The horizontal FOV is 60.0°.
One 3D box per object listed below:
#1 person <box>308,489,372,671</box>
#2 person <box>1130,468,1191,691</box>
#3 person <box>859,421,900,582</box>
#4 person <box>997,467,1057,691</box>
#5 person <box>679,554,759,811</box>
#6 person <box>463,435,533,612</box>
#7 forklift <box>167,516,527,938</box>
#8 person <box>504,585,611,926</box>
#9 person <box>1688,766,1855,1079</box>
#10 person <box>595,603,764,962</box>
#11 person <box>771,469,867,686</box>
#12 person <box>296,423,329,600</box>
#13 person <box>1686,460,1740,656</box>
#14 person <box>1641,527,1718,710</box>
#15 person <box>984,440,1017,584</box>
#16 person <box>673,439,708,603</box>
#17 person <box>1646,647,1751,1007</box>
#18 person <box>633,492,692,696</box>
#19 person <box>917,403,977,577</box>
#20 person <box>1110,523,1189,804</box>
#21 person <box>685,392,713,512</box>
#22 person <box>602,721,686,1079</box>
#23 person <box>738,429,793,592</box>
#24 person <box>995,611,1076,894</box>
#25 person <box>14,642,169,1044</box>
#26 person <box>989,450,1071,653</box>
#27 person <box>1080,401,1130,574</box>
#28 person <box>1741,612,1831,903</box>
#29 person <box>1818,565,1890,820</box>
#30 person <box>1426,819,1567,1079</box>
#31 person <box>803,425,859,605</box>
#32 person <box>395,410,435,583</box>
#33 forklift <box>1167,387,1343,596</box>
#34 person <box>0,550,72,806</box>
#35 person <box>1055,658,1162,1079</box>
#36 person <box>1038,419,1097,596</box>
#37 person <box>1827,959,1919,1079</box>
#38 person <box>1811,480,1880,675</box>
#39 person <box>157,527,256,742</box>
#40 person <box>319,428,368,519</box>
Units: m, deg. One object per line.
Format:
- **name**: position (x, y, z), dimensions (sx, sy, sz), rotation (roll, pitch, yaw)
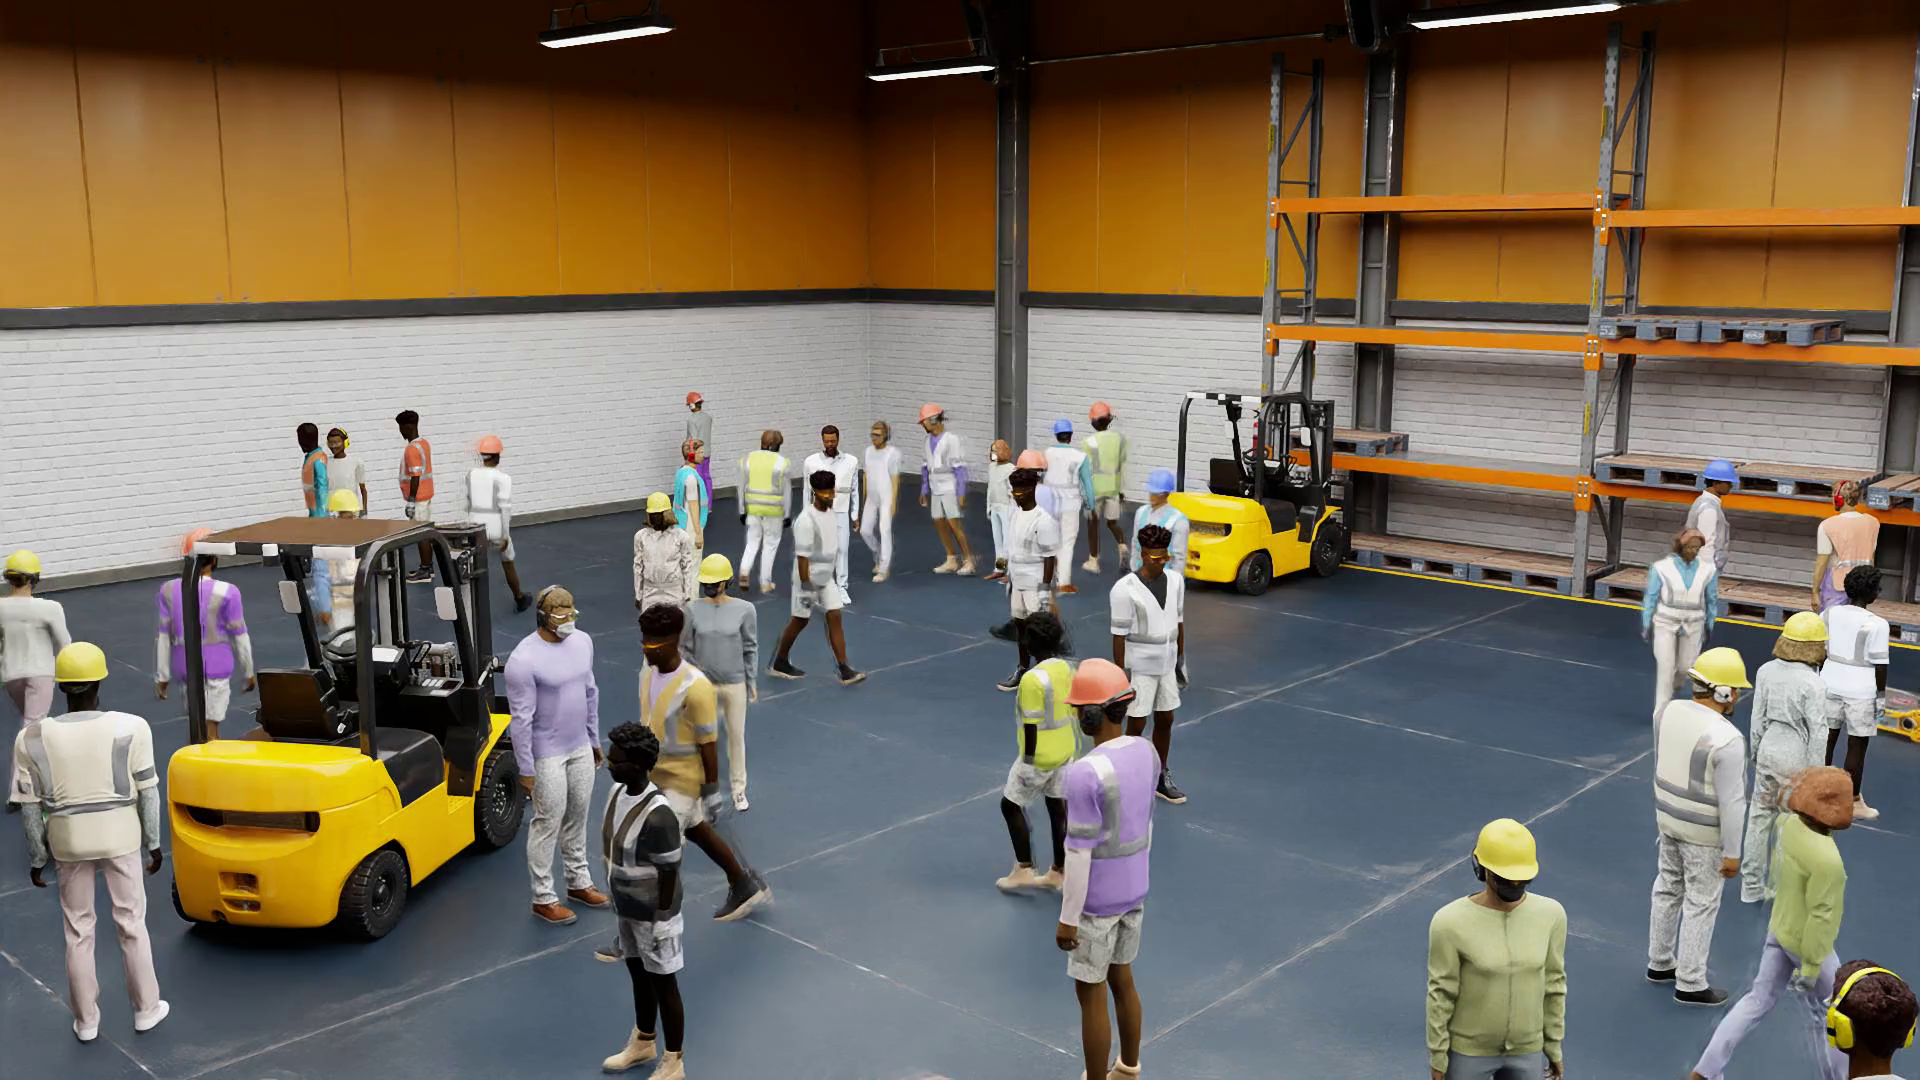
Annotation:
- **person**: position (-5.072, 0.476, 13.659), dimensions (0.588, 1.820, 0.607), rotation (4, 11, 22)
- **person**: position (1.667, 0.341, 14.101), dimensions (0.403, 1.944, 0.618), rotation (-8, 13, -37)
- **person**: position (-0.915, -0.432, 18.803), dimensions (0.511, 1.830, 0.402), rotation (6, 11, 29)
- **person**: position (0.571, 0.354, 13.964), dimensions (0.389, 1.958, 0.608), rotation (-5, 11, -28)
- **person**: position (-1.606, 0.954, 11.102), dimensions (0.527, 1.765, 0.329), rotation (-1, 10, -5)
- **person**: position (-4.734, -0.122, 16.881), dimensions (0.561, 1.877, 1.004), rotation (2, 10, 13)
- **forklift**: position (-3.583, 0.976, 9.748), dimensions (1.214, 2.155, 2.313), rotation (2, 10, 11)
- **person**: position (-2.253, 1.189, 9.309), dimensions (0.376, 1.929, 0.635), rotation (5, 11, 27)
- **person**: position (3.628, 1.729, 7.165), dimensions (0.846, 1.594, 0.499), rotation (1, 10, 3)
- **person**: position (-1.504, 1.251, 9.021), dimensions (1.043, 1.911, 0.627), rotation (-8, 13, -37)
- **person**: position (-1.247, 0.322, 14.317), dimensions (0.988, 1.898, 0.611), rotation (5, 11, 27)
- **person**: position (-6.896, -0.316, 17.914), dimensions (0.399, 1.913, 0.590), rotation (-5, 11, -28)
- **person**: position (6.550, 0.257, 14.577), dimensions (0.411, 1.943, 0.610), rotation (4, 11, 21)
- **person**: position (5.652, 0.670, 13.135), dimensions (0.558, 1.613, 0.552), rotation (1, 10, 5)
- **person**: position (0.472, -0.327, 18.795), dimensions (0.277, 1.627, 0.505), rotation (-7, 12, -34)
- **person**: position (-2.733, -0.110, 16.921), dimensions (0.389, 1.847, 0.566), rotation (-4, 11, -19)
- **person**: position (3.682, 1.421, 8.290), dimensions (0.403, 1.821, 0.602), rotation (-2, 10, -13)
- **person**: position (-2.497, 0.460, 13.972), dimensions (0.492, 1.742, 0.315), rotation (0, 10, 2)
- **person**: position (-0.203, -0.579, 19.189), dimensions (0.472, 1.990, 0.694), rotation (-8, 13, -40)
- **person**: position (1.280, 0.842, 11.203), dimensions (0.621, 1.952, 0.384), rotation (-7, 12, -34)
- **person**: position (-3.725, -1.230, 23.589), dimensions (0.338, 1.742, 0.562), rotation (4, 11, 19)
- **person**: position (-1.416, 1.632, 7.429), dimensions (0.321, 1.696, 0.537), rotation (-7, 12, -35)
- **person**: position (-2.113, -0.301, 18.115), dimensions (0.625, 1.814, 0.540), rotation (3, 10, 16)
- **person**: position (0.424, 1.238, 9.701), dimensions (0.531, 1.678, 0.560), rotation (6, 12, 31)
- **person**: position (-4.111, 1.433, 7.907), dimensions (0.587, 1.928, 0.382), rotation (-3, 11, -19)
- **person**: position (0.685, 0.101, 15.644), dimensions (1.011, 1.888, 0.562), rotation (7, 12, 34)
- **person**: position (1.675, -0.584, 19.120), dimensions (0.612, 2.020, 0.778), rotation (-4, 11, -21)
- **person**: position (4.706, 1.259, 9.424), dimensions (0.321, 1.742, 0.492), rotation (-3, 10, -18)
- **person**: position (5.915, 1.000, 11.032), dimensions (0.316, 1.695, 0.542), rotation (-4, 11, -20)
- **person**: position (1.945, 1.848, 6.034), dimensions (0.518, 1.760, 0.330), rotation (-1, 10, -8)
- **person**: position (-1.364, -0.268, 17.621), dimensions (0.597, 1.917, 0.374), rotation (-2, 10, -10)
- **person**: position (-6.149, -0.497, 18.804), dimensions (0.374, 1.959, 0.603), rotation (-1, 10, -6)
- **forklift**: position (3.298, -0.608, 18.767), dimensions (1.214, 2.155, 2.313), rotation (9, 13, 42)
- **person**: position (-6.375, 0.924, 11.418), dimensions (0.537, 1.718, 0.922), rotation (0, 10, -3)
- **person**: position (0.610, 1.511, 7.188), dimensions (0.410, 2.031, 0.613), rotation (7, 12, 36)
- **person**: position (1.153, -0.359, 18.164), dimensions (0.716, 1.898, 0.642), rotation (5, 11, 26)
- **person**: position (2.423, 2.058, 4.552), dimensions (0.510, 1.861, 0.324), rotation (-2, 10, -11)
- **person**: position (7.409, 0.418, 13.956), dimensions (0.560, 1.836, 0.394), rotation (-2, 10, -13)
- **person**: position (-5.059, 0.850, 11.307), dimensions (0.573, 1.894, 0.940), rotation (1, 10, 6)
- **person**: position (-6.591, -0.265, 17.770), dimensions (0.538, 1.860, 0.313), rotation (0, 10, -2)
